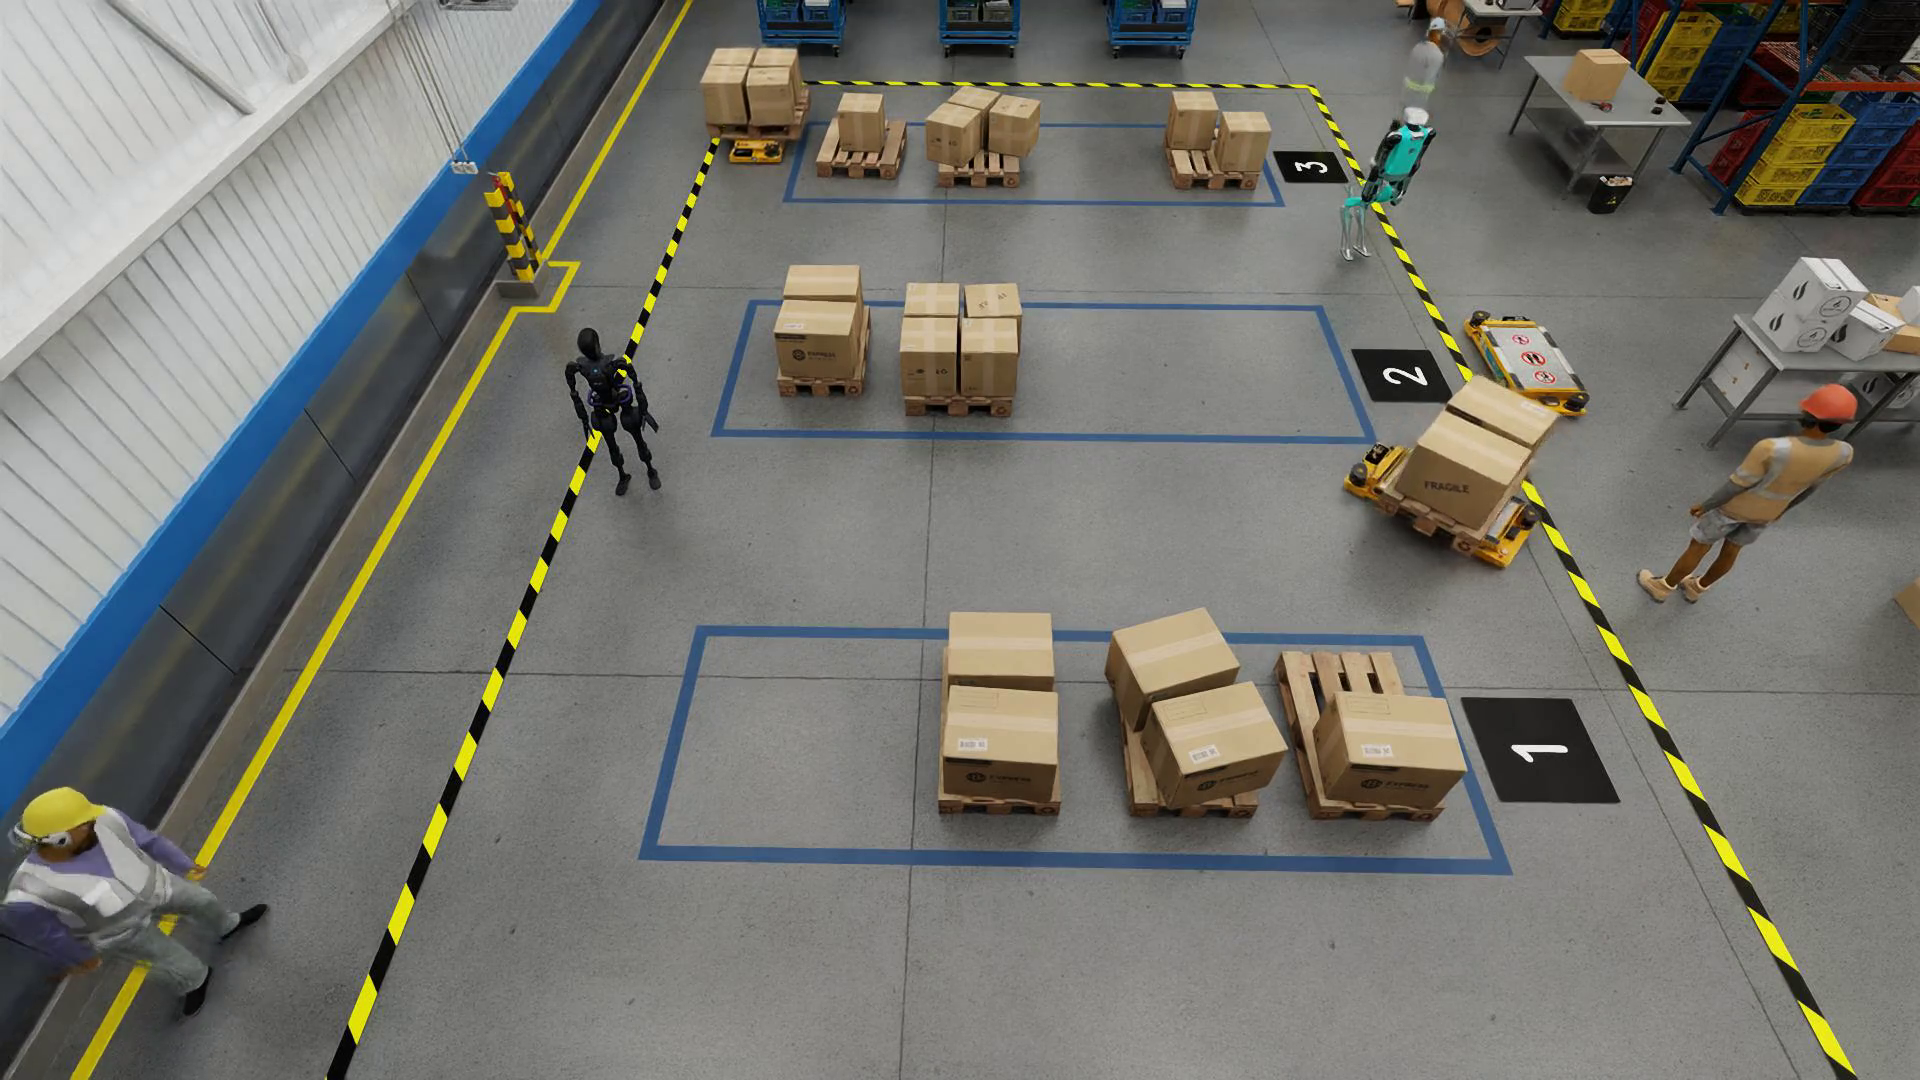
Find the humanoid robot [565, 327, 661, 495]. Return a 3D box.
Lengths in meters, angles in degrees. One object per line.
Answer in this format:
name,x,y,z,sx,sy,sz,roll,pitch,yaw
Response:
humanoid robot,-2.808,-1.032,7.486,0.599,1.655,0.315,-8,50,-7

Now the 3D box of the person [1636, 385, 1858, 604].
person,5.656,-0.268,6.594,0.605,2.041,0.382,3,49,3

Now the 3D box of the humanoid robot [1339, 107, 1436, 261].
humanoid robot,4.456,-3.852,9.808,0.533,1.676,0.735,-12,50,-10

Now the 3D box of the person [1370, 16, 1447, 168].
person,5.488,-5.292,11.101,0.374,1.808,0.699,-2,49,-2

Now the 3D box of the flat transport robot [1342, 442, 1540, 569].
flat transport robot,4.099,-0.358,7.825,1.431,0.197,0.652,34,57,26

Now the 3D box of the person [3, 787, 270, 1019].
person,-4.387,1.962,4.842,0.407,1.781,0.702,9,50,8

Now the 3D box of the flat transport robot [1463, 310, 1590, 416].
flat transport robot,5.573,-1.757,9.054,0.659,0.231,1.431,1,49,1

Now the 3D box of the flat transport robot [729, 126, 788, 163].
flat transport robot,-2.644,-5.483,12.261,0.652,0.197,1.431,1,49,1
